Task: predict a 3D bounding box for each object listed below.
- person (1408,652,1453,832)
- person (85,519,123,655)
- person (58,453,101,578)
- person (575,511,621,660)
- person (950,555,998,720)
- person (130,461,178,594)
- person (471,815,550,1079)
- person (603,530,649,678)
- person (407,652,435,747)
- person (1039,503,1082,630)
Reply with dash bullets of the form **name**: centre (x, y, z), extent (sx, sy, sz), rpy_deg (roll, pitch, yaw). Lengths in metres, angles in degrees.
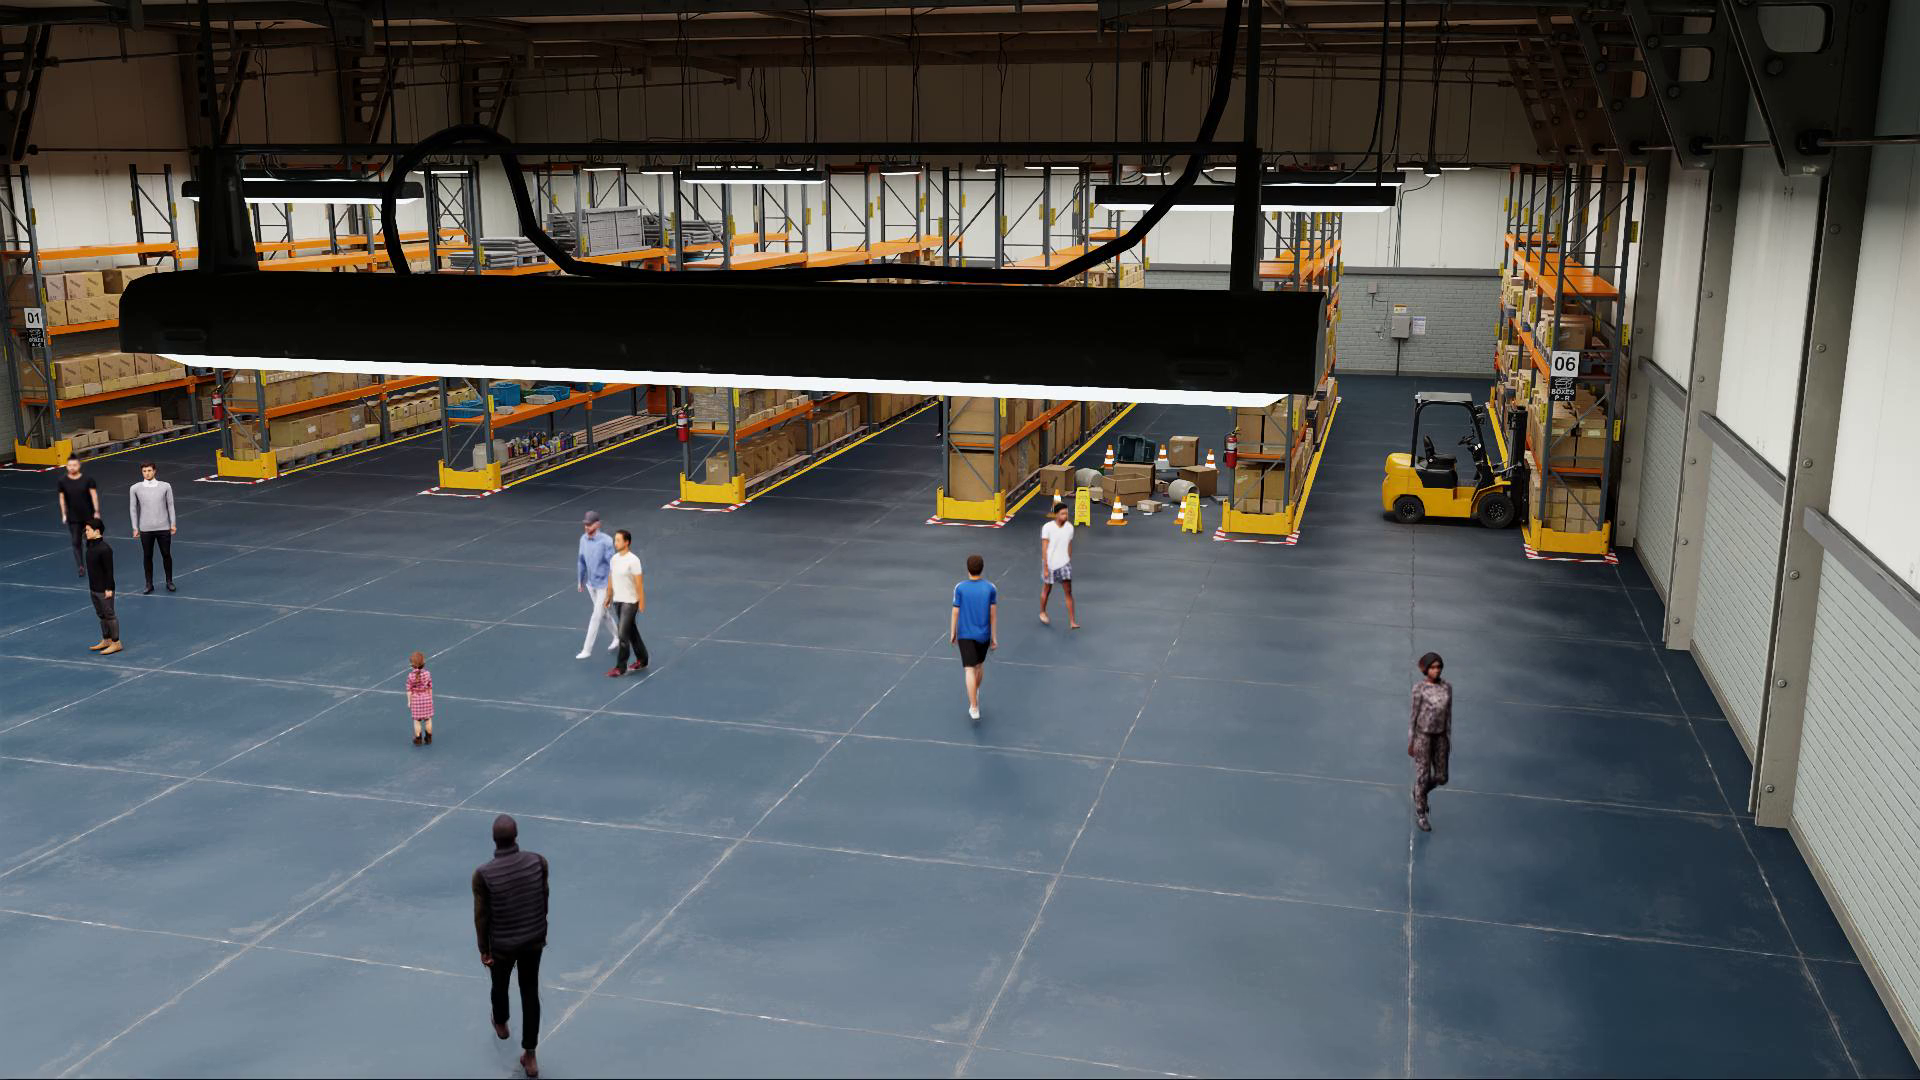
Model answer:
- **person**: centre (4.372, 1.865, 15.610), extent (0.728, 1.703, 0.811), rpy_deg (-2, 13, -11)
- **person**: centre (-10.914, 0.574, 21.143), extent (0.724, 1.723, 0.690), rpy_deg (11, 17, 39)
- **person**: centre (-13.249, -0.393, 25.093), extent (1.107, 1.825, 1.262), rpy_deg (-4, 14, -19)
- **person**: centre (-4.496, 0.539, 21.023), extent (0.878, 1.844, 1.219), rpy_deg (8, 15, 31)
- **person**: centre (0.157, 1.108, 18.618), extent (0.997, 1.820, 1.309), rpy_deg (-2, 13, -7)
- **person**: centre (-11.657, -0.208, 24.077), extent (0.832, 1.922, 0.857), rpy_deg (-6, 14, -23)
- **person**: centre (-3.015, 2.796, 11.385), extent (1.101, 1.797, 1.192), rpy_deg (-6, 14, -25)
- **person**: centre (-3.979, 0.749, 20.261), extent (0.897, 1.779, 1.033), rpy_deg (12, 18, 42)
- **person**: centre (-5.790, 1.696, 17.853), extent (0.498, 1.021, 0.556), rpy_deg (-7, 15, -27)
- **person**: centre (1.244, 0.342, 22.236), extent (1.078, 1.681, 1.231), rpy_deg (-5, 14, -20)
